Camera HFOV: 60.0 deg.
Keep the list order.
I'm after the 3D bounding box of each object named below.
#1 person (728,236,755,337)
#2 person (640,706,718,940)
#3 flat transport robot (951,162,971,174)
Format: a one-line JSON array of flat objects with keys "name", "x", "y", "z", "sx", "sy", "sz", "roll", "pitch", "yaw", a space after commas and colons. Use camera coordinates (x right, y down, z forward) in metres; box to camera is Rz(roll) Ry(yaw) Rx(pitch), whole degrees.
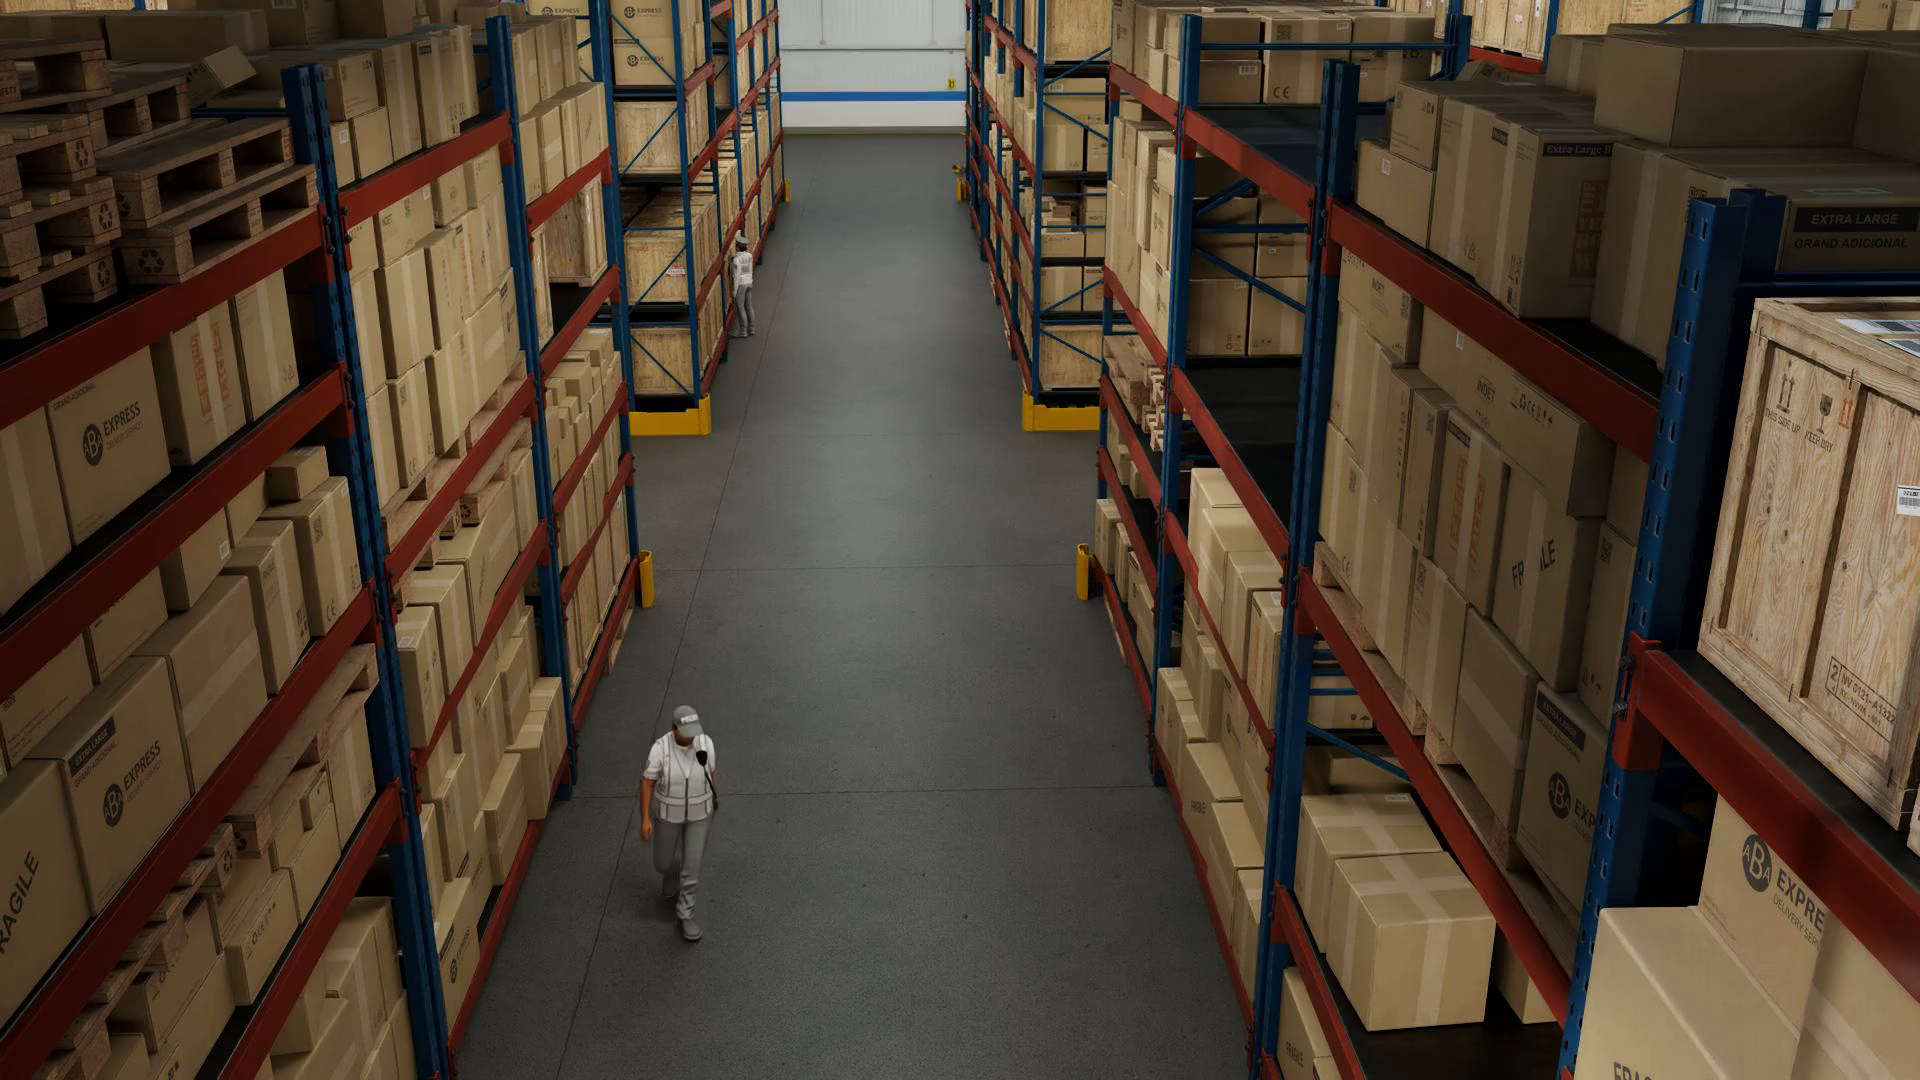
[{"name": "person", "x": -3.683, "y": -4.285, "z": 28.089, "sx": 0.345, "sy": 1.693, "sz": 0.464, "roll": 11, "pitch": 23, "yaw": 28}, {"name": "person", "x": -1.964, "y": 1.888, "z": 11.588, "sx": 0.555, "sy": 1.640, "sz": 0.776, "roll": -5, "pitch": 21, "yaw": -13}, {"name": "flat transport robot", "x": 0.528, "y": -10.344, "z": 46.457, "sx": 1.431, "sy": 0.264, "sz": 0.659, "roll": 14, "pitch": 25, "yaw": 33}]
